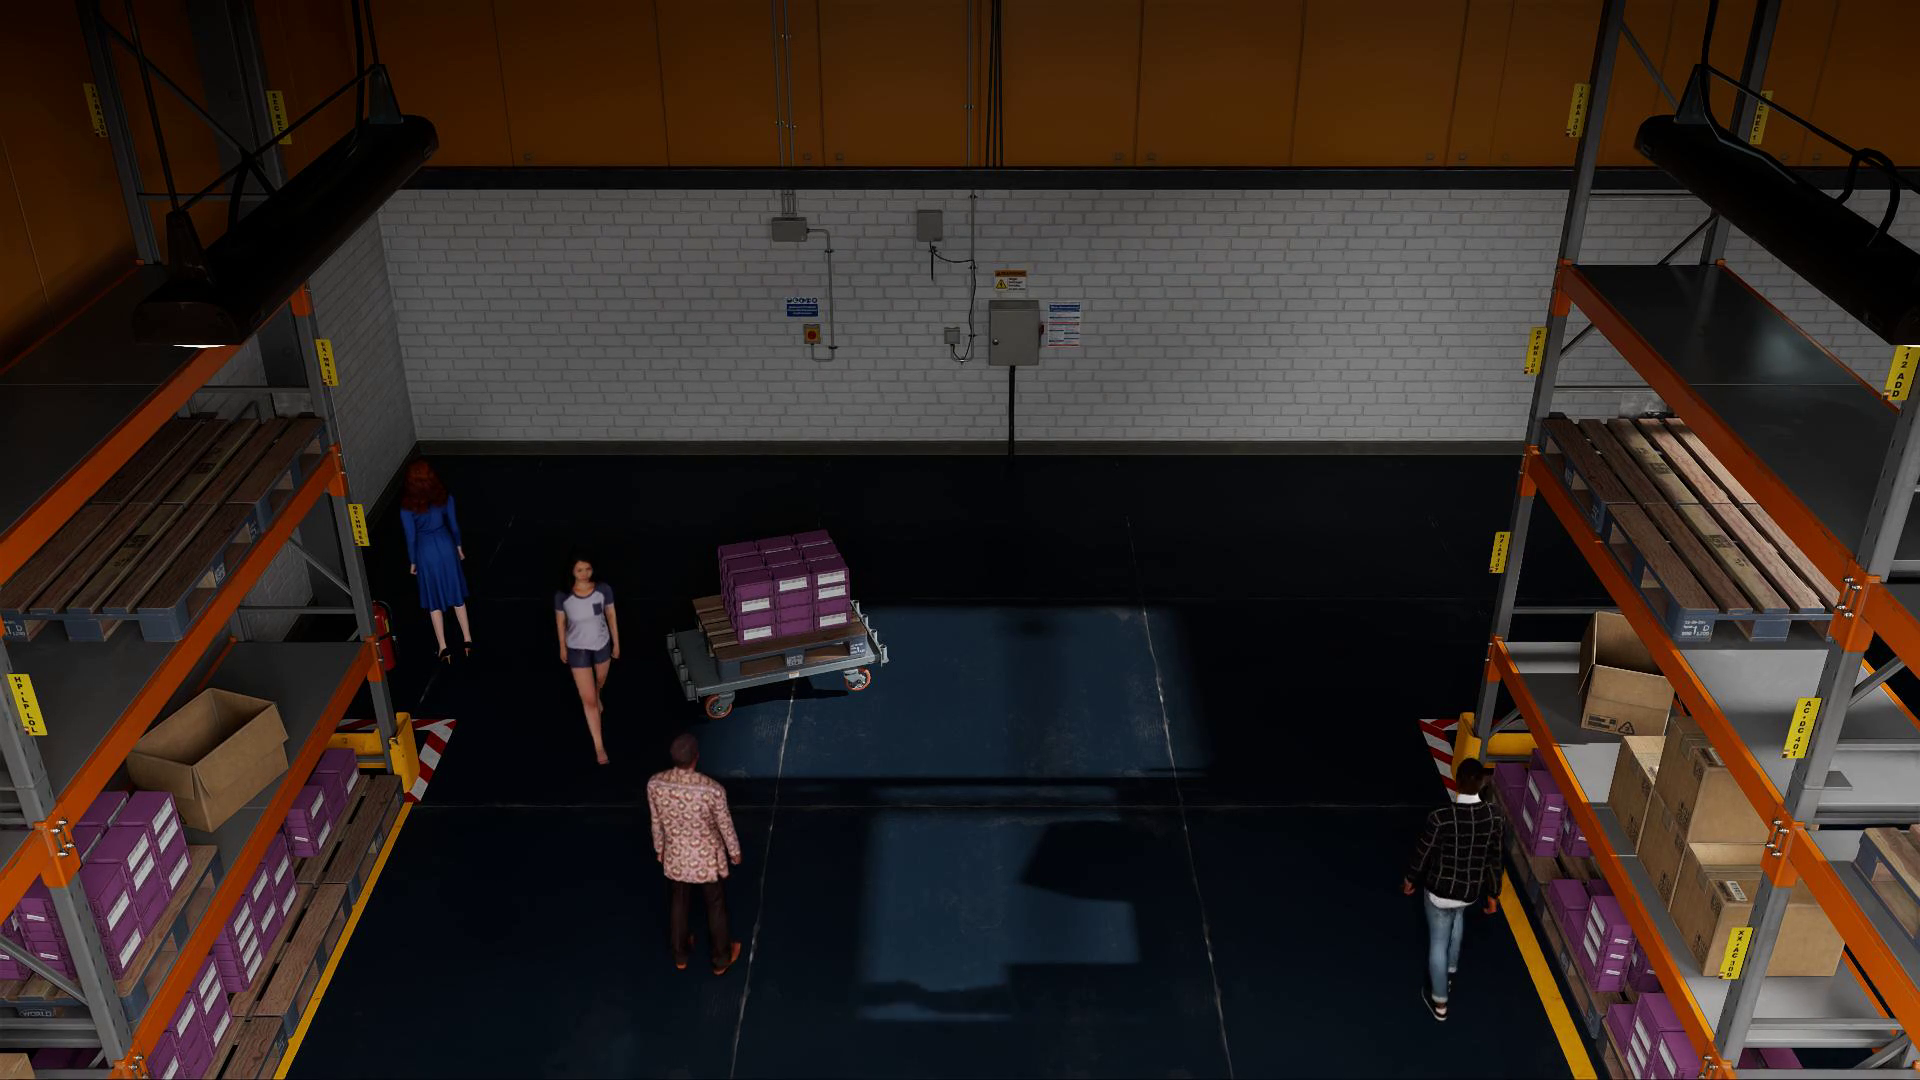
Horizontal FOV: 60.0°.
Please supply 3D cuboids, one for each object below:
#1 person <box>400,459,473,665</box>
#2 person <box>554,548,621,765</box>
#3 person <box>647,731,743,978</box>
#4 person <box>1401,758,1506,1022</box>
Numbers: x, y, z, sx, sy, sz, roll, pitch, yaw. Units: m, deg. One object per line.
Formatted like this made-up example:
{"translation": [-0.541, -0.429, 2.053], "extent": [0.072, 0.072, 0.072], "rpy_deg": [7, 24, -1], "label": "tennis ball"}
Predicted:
{"translation": [-4.284, 0.179, 13.608], "extent": [0.718, 1.827, 0.752], "rpy_deg": [-19, 34, -31], "label": "person"}
{"translation": [-2.826, 0.776, 12.688], "extent": [0.901, 1.659, 1.213], "rpy_deg": [-11, 31, -19], "label": "person"}
{"translation": [-1.647, 1.976, 10.336], "extent": [0.744, 1.805, 0.686], "rpy_deg": [6, 29, 10], "label": "person"}
{"translation": [3.003, 2.159, 10.002], "extent": [0.723, 1.803, 0.713], "rpy_deg": [-3, 29, -5], "label": "person"}
